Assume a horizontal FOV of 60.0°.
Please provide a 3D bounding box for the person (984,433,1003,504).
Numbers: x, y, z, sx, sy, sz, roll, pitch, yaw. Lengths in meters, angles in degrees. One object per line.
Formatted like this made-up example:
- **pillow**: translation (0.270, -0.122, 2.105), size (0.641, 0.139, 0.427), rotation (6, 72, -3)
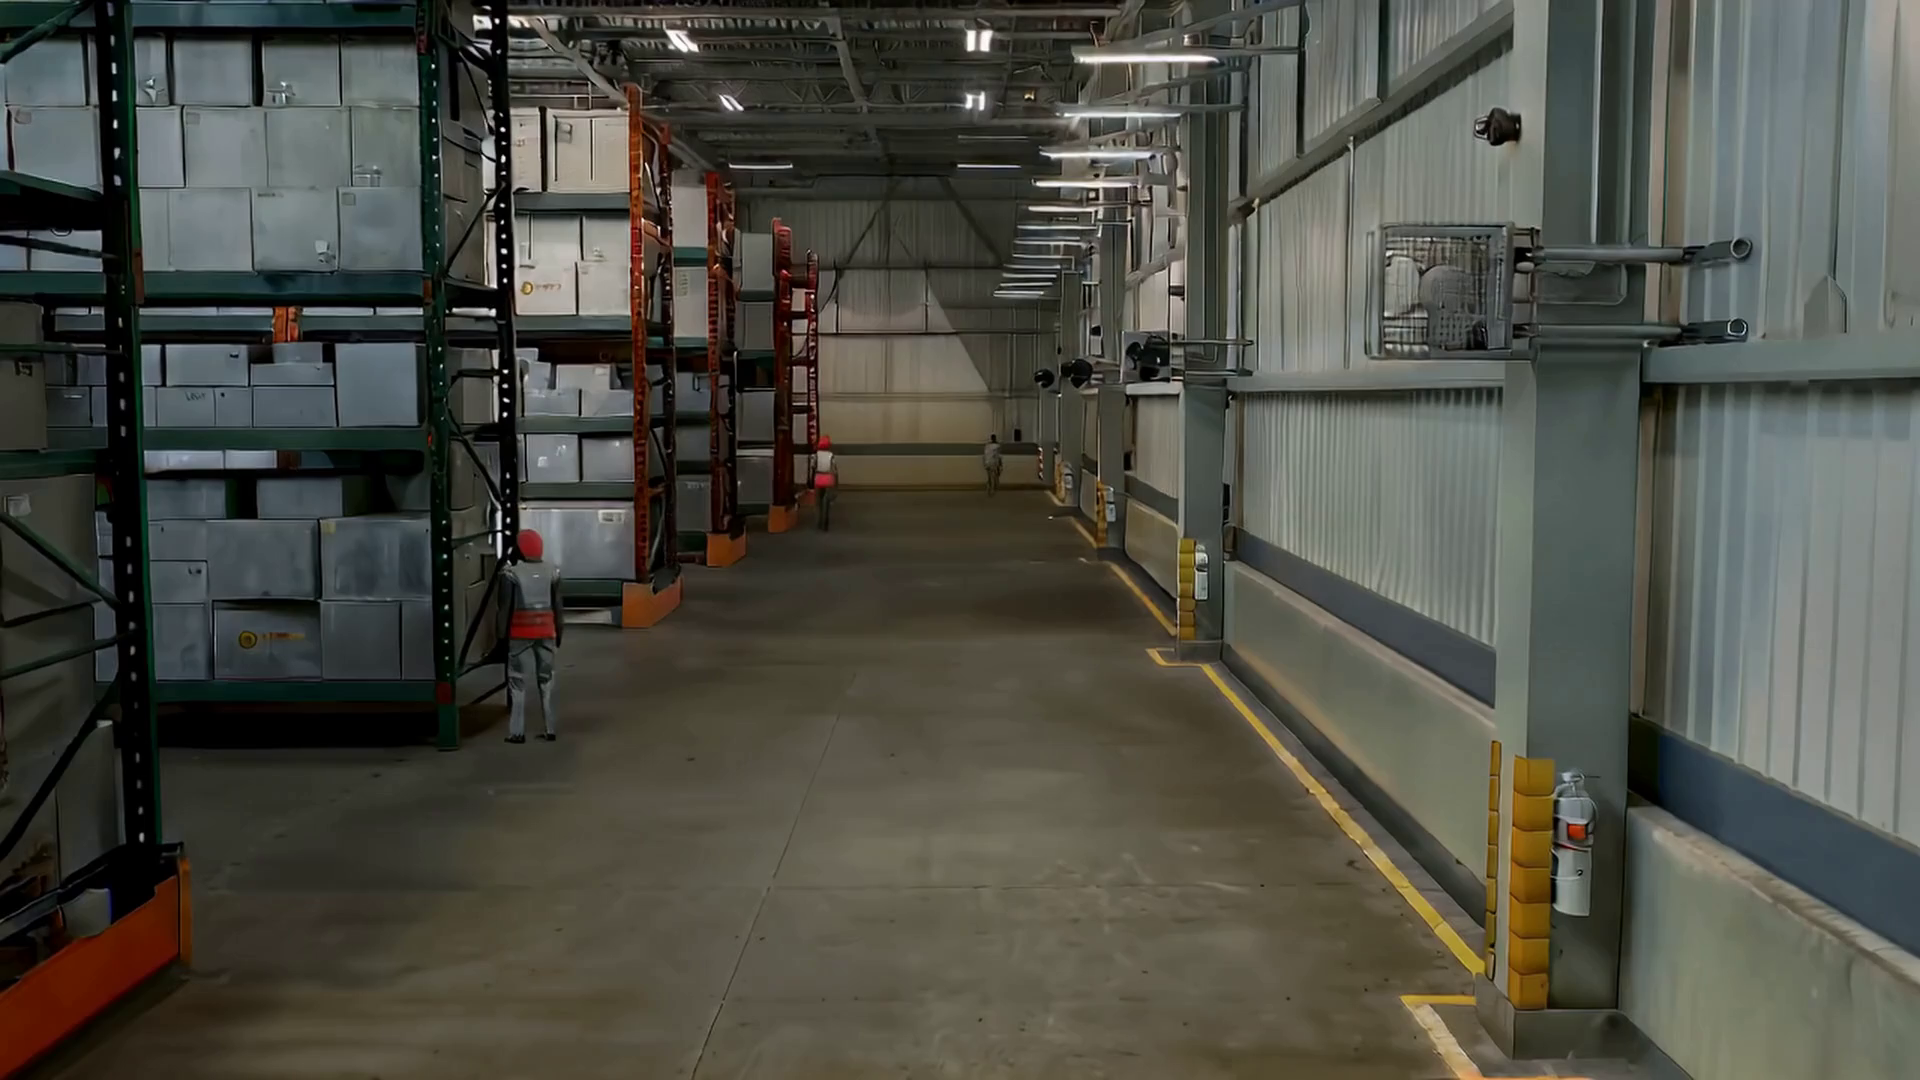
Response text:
- **person**: translation (0.829, -1.765, 40.964), size (0.330, 1.751, 0.564), rotation (-4, 6, -39)

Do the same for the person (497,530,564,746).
- **person**: translation (-3.234, 0.734, 12.558), size (0.521, 1.631, 0.322), rotation (-4, 6, -38)

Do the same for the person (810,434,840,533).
- **person**: translation (-2.611, -1.095, 32.236), size (0.569, 1.908, 0.719), rotation (0, 5, -1)
